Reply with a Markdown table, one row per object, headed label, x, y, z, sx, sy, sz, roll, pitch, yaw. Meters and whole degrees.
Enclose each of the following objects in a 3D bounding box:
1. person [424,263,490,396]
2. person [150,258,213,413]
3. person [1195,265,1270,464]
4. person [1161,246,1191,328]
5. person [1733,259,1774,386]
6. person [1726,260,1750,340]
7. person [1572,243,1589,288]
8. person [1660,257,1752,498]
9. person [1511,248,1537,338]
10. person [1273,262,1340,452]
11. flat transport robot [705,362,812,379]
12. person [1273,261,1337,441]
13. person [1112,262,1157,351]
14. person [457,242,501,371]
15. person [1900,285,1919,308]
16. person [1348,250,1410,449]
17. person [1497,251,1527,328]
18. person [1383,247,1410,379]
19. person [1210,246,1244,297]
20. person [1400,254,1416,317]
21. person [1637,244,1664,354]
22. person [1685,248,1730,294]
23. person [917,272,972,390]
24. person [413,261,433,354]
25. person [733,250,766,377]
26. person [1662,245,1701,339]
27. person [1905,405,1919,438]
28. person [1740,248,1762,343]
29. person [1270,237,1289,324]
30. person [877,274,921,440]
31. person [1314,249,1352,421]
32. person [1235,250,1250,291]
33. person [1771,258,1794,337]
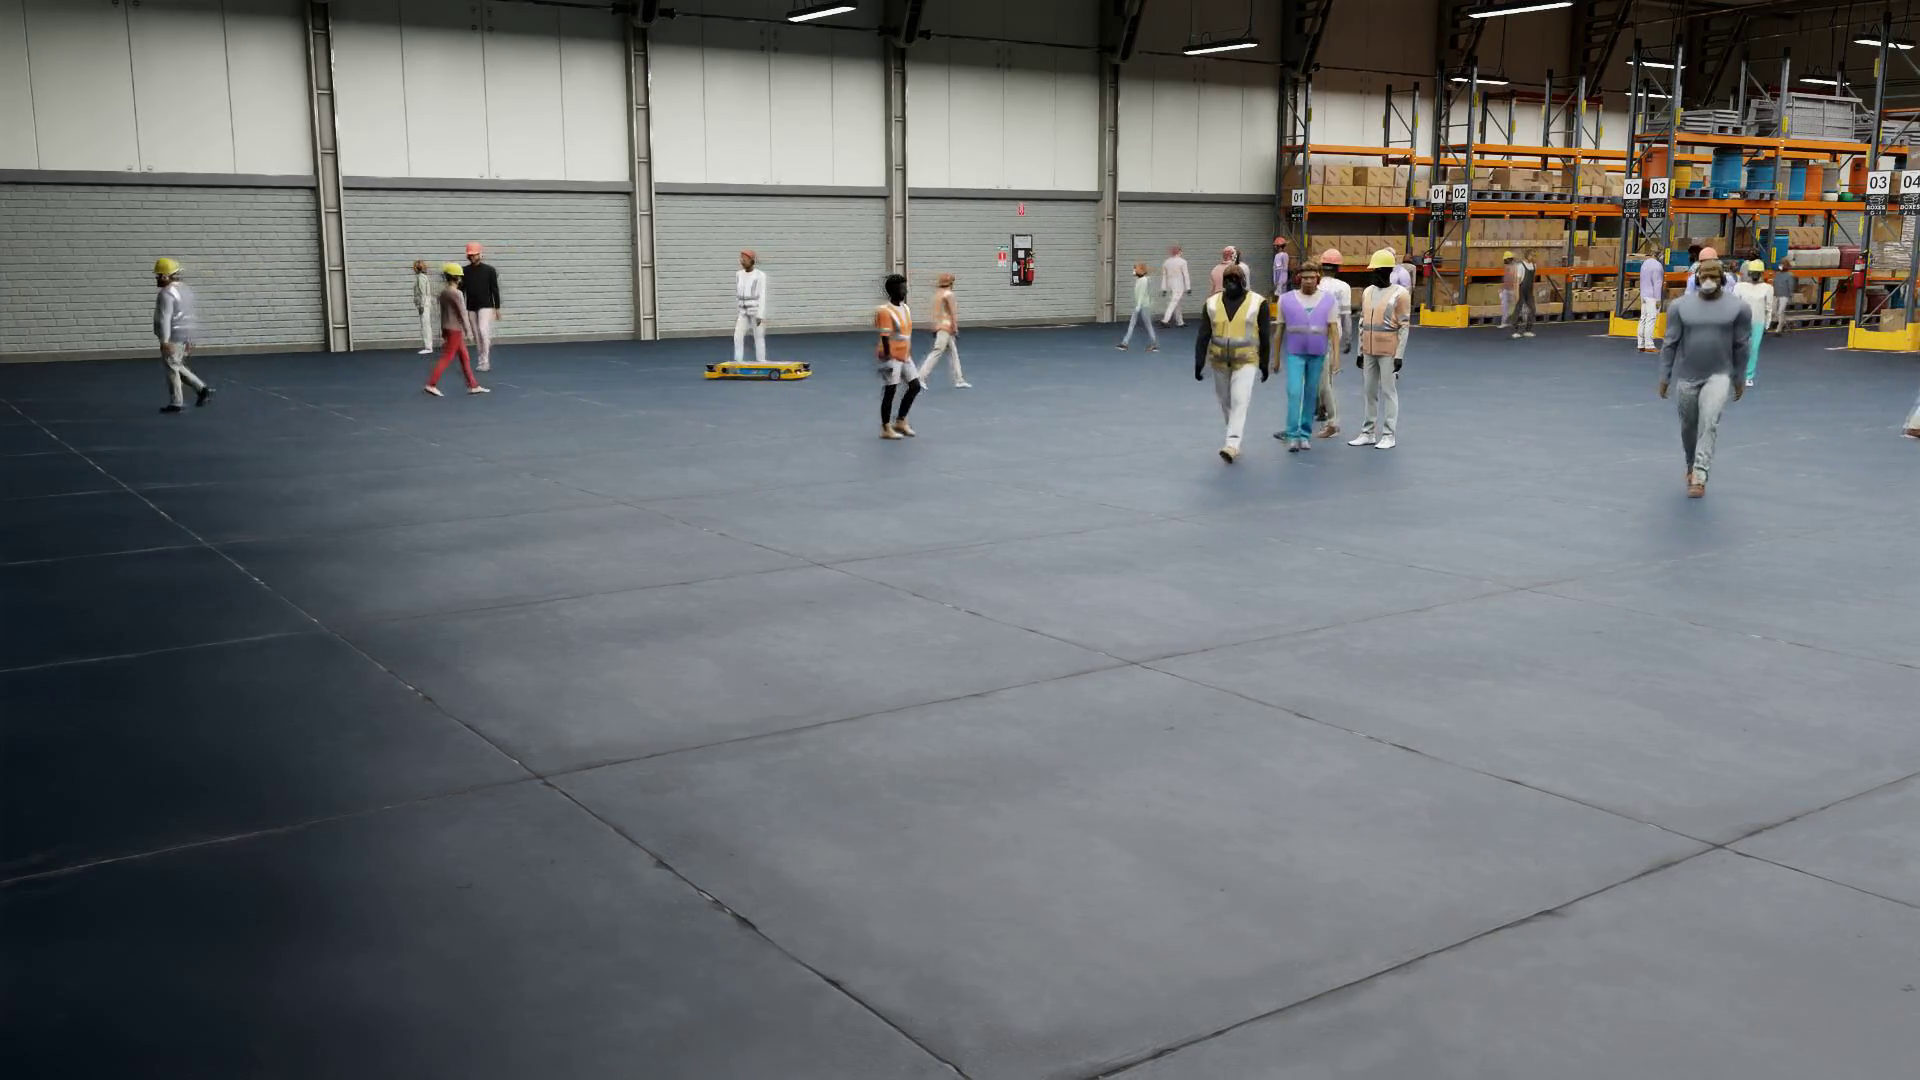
| label | x | y | z | sx | sy | sz | roll | pitch | yaw |
| --- | --- | --- | --- | --- | --- | --- | --- | --- | --- |
| person | -6.590 | -2.729 | 21.591 | 0.908 | 1.722 | 0.540 | -8 | 13 | -38 |
| person | -9.140 | -2.379 | 19.426 | 0.499 | 1.818 | 0.599 | -1 | 10 | -7 |
| person | 2.472 | -1.609 | 15.246 | 0.650 | 1.795 | 0.941 | 5 | 11 | 26 |
| person | 4.867 | -5.719 | 37.627 | 0.988 | 1.867 | 0.637 | -8 | 13 | -37 |
| person | 10.992 | -3.024 | 23.111 | 0.538 | 1.753 | 0.558 | 5 | 11 | 26 |
| person | 14.887 | -4.568 | 31.994 | 0.543 | 1.589 | 0.845 | -7 | 12 | -33 |
| person | 15.942 | -6.701 | 42.921 | 0.337 | 1.882 | 0.585 | -7 | 13 | -34 |
| person | 5.994 | -1.323 | 13.407 | 0.639 | 1.910 | 0.908 | 6 | 12 | 28 |
| person | 11.524 | -5.009 | 33.855 | 0.543 | 1.820 | 0.534 | -6 | 12 | -32 |
| person | 3.320 | -1.725 | 15.866 | 0.589 | 1.802 | 0.902 | 0 | 10 | 2 |
| flat transport robot | -2.930 | -2.478 | 24.194 | 1.431 | 0.197 | 0.652 | 1 | 10 | 8 |
| person | 3.545 | -1.900 | 16.840 | 0.956 | 1.811 | 0.505 | -9 | 13 | -40 |
| person | 3.166 | -4.177 | 29.877 | 0.847 | 1.591 | 0.520 | -2 | 11 | -13 |
| person | -7.377 | -3.539 | 25.347 | 0.659 | 1.969 | 0.668 | 2 | 10 | 10 |
| person | 19.208 | -4.978 | 33.372 | 0.631 | 1.932 | 0.372 | 4 | 11 | 23 |
| person | 4.099 | -1.852 | 16.224 | 0.366 | 1.927 | 0.585 | -7 | 13 | -34 |
| person | 12.538 | -5.677 | 37.716 | 0.730 | 1.734 | 0.529 | -6 | 12 | -29 |
| person | 6.187 | -3.280 | 24.124 | 0.407 | 1.902 | 0.638 | -7 | 13 | -35 |
| person | 4.204 | -3.623 | 25.974 | 0.408 | 1.913 | 0.644 | -8 | 13 | -37 |
| person | 11.446 | -6.530 | 42.702 | 0.494 | 1.624 | 0.279 | 4 | 11 | 22 |
| person | 12.228 | -4.261 | 29.406 | 0.373 | 1.937 | 0.629 | -1 | 10 | -3 |
| person | 10.125 | -3.016 | 22.668 | 0.563 | 1.913 | 0.732 | 1 | 10 | 5 |
| person | -0.266 | -2.830 | 22.509 | 0.865 | 1.593 | 0.520 | -3 | 11 | -18 |
| person | -9.479 | -4.104 | 29.355 | 0.308 | 1.639 | 0.524 | -3 | 11 | -14 |
| person | -3.145 | -3.296 | 24.315 | 0.614 | 1.856 | 0.803 | 7 | 13 | 35 |
| person | 14.400 | -4.817 | 32.595 | 0.600 | 1.902 | 0.986 | -10 | 14 | -44 |
| person | 10.149 | -1.904 | 16.827 | 0.975 | 1.812 | 0.555 | 5 | 11 | 24 |
| person | 15.457 | -4.786 | 32.542 | 0.429 | 1.841 | 0.633 | 7 | 13 | 35 |
| person | 7.522 | -6.111 | 39.253 | 0.387 | 2.041 | 0.615 | 6 | 12 | 31 |
| person | -0.617 | -1.843 | 16.841 | 0.437 | 1.678 | 0.547 | 6 | 12 | 29 |
| person | 4.138 | -2.304 | 18.723 | 0.582 | 1.915 | 0.552 | 6 | 12 | 31 |
| person | 5.422 | -4.863 | 33.112 | 0.643 | 1.788 | 0.976 | 3 | 11 | 18 |
| person | 16.950 | -4.998 | 34.282 | 0.435 | 1.621 | 0.514 | -4 | 11 | -20 |
